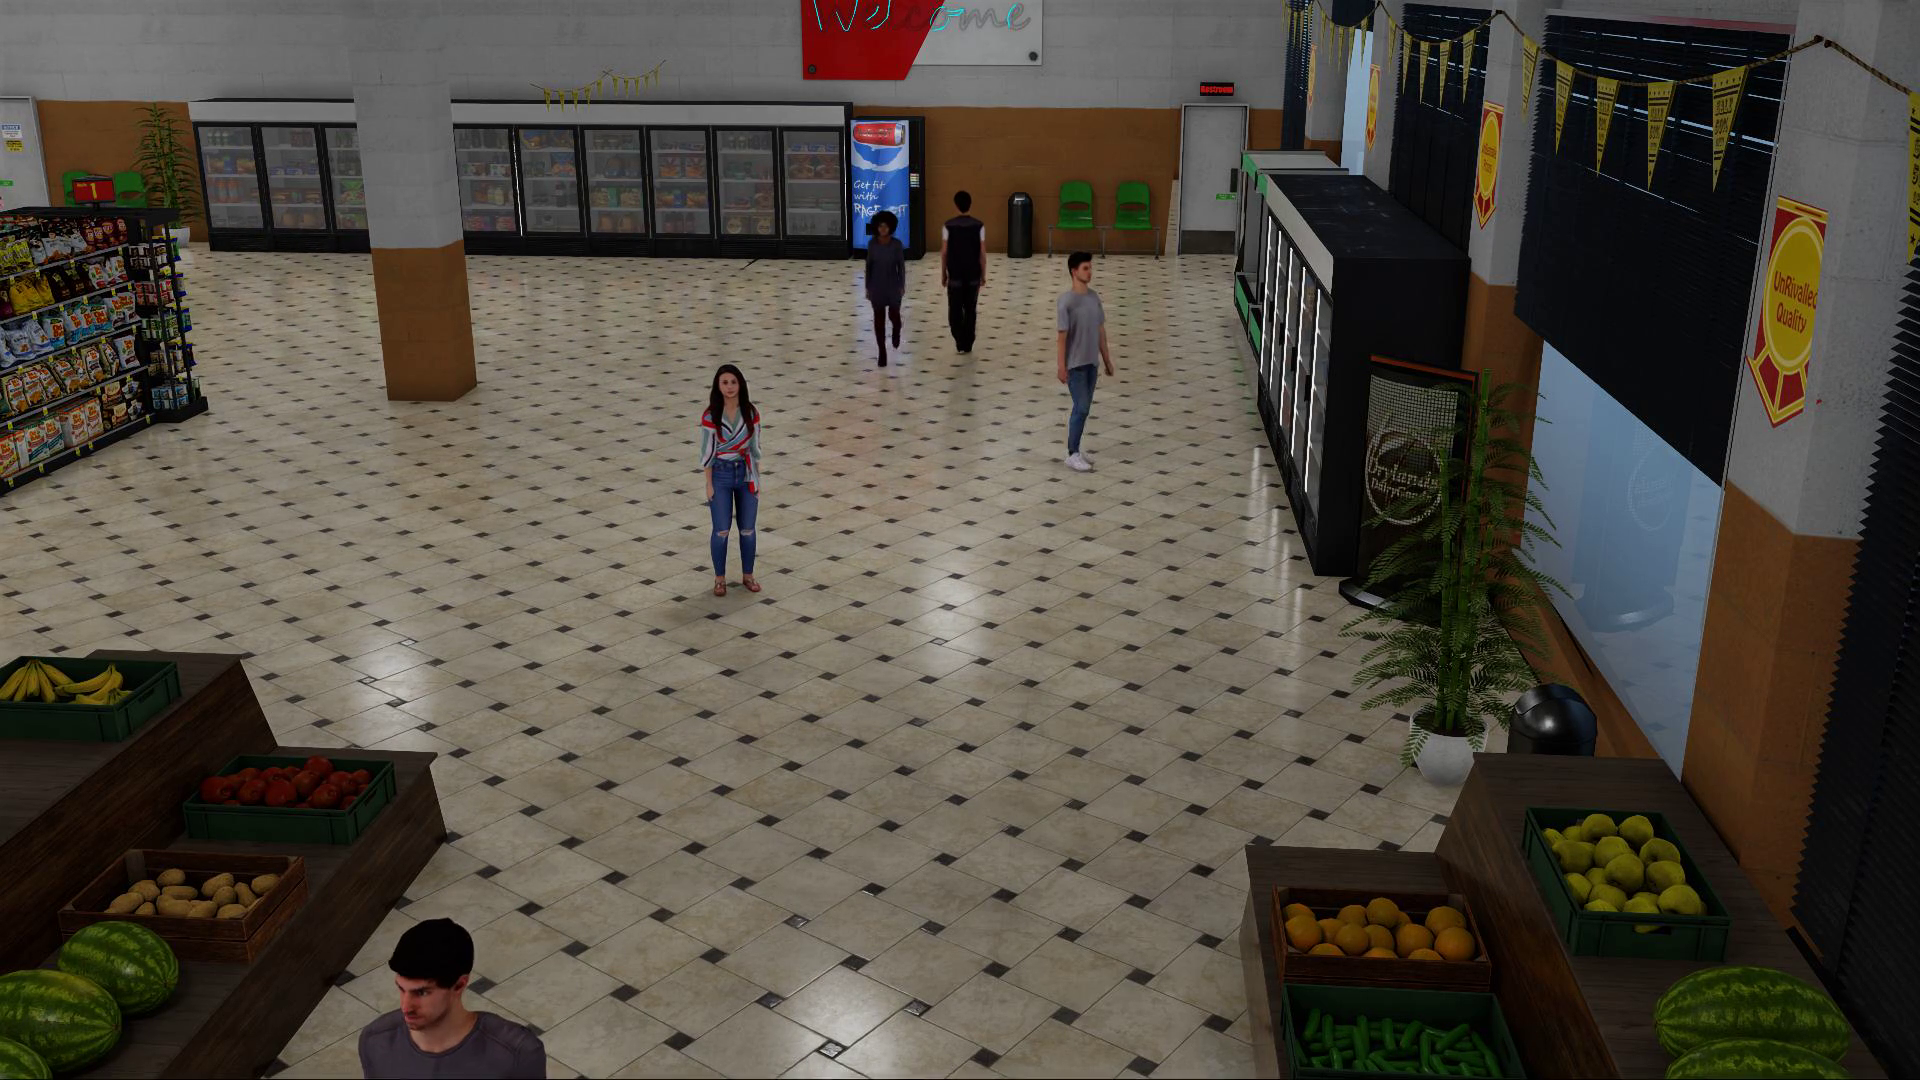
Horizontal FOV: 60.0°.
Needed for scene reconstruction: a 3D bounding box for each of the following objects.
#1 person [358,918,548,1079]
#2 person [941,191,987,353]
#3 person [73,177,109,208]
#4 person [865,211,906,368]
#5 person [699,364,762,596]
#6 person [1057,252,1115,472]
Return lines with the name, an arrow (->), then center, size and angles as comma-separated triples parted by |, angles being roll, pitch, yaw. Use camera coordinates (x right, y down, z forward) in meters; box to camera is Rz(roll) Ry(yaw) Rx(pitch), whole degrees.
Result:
person -> -1.327, 1.828, 4.474 | 0.684, 1.851, 0.520 | 2, 19, 7
person -> 0.042, -2.985, 18.777 | 0.735, 1.832, 0.970 | 0, 19, -1
person -> -10.881, -3.707, 21.060 | 0.773, 1.741, 0.997 | -4, 19, -12
person -> -0.813, -2.789, 18.414 | 0.603, 1.693, 0.817 | 3, 19, 7
person -> -1.578, -0.426, 11.529 | 0.659, 1.614, 0.653 | -7, 20, -19
person -> 0.995, -1.569, 14.510 | 0.878, 1.875, 0.795 | 15, 23, 37
